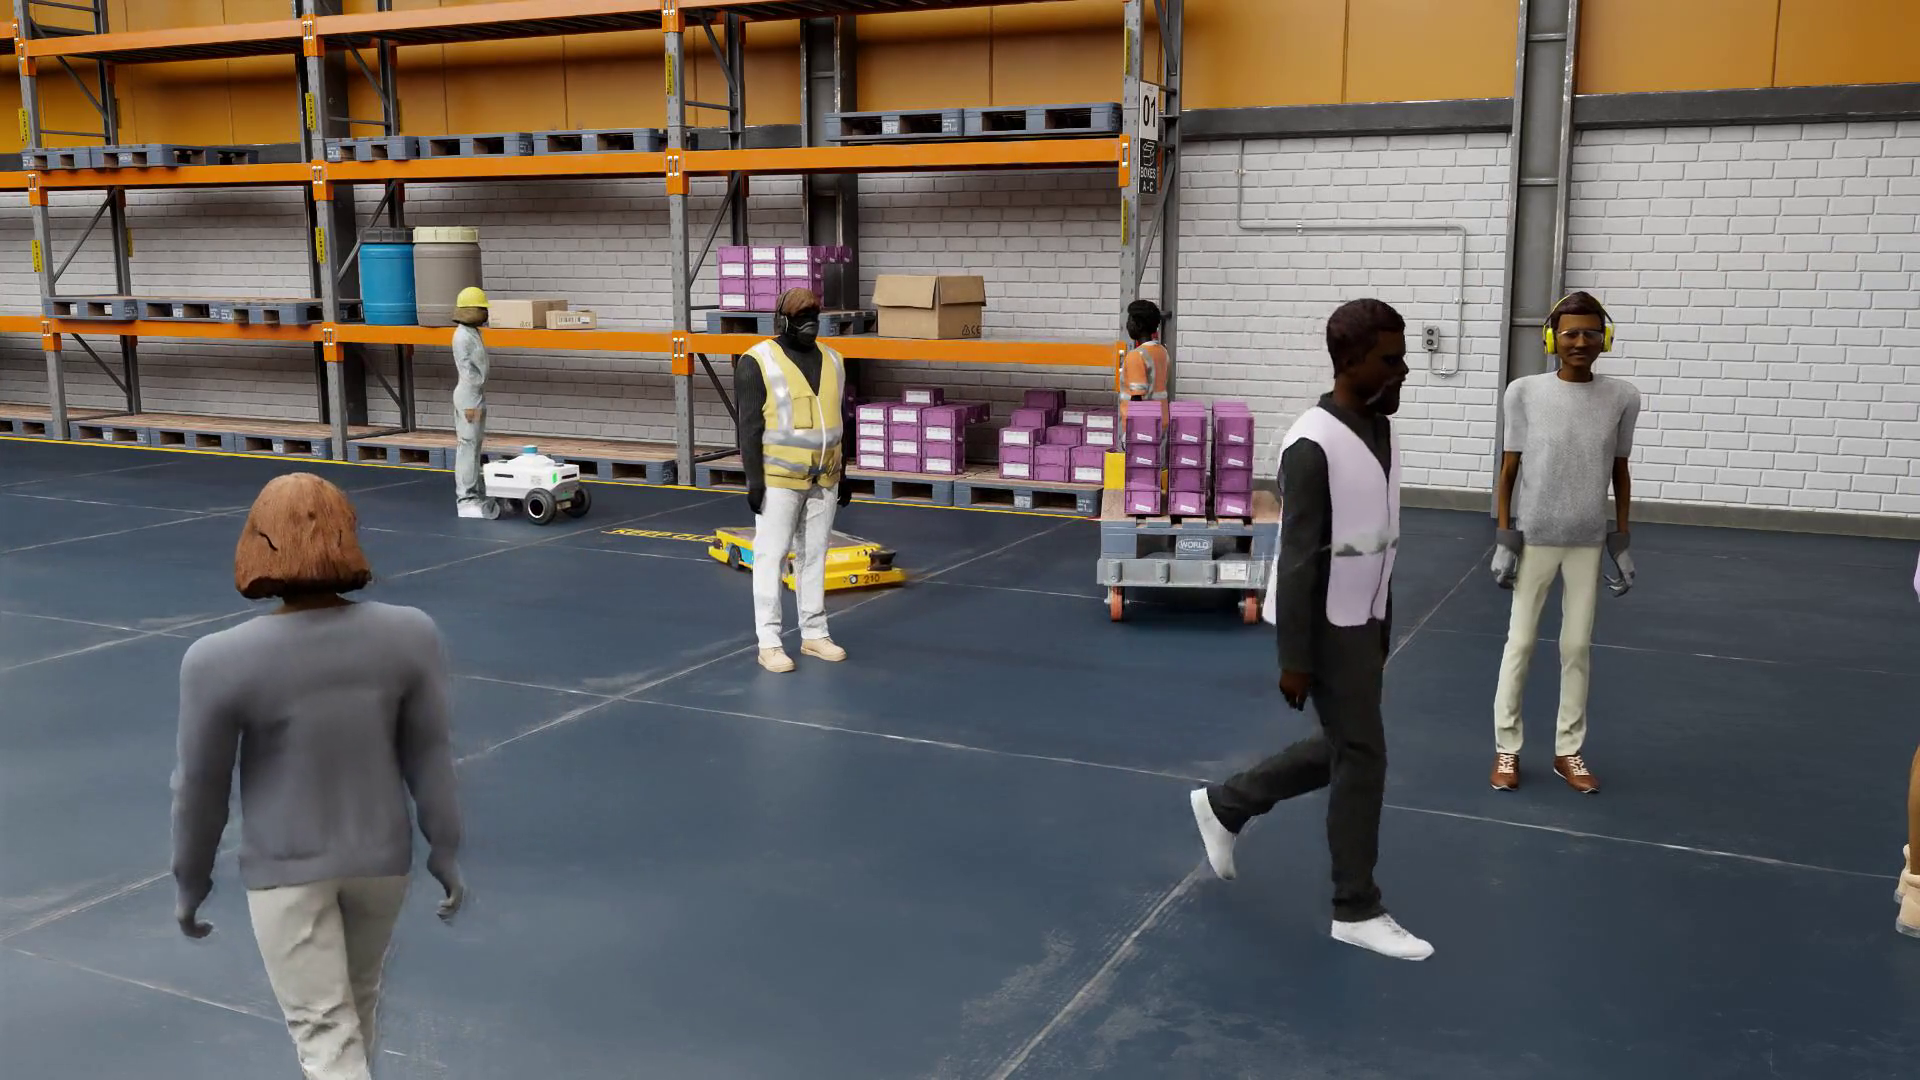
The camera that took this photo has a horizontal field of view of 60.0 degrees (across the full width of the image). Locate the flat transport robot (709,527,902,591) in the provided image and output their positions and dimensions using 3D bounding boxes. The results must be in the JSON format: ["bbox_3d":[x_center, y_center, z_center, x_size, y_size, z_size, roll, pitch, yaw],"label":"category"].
[{"bbox_3d":[-0.993,0.084,10.392,0.652,0.197,1.431,-6,11,-30],"label":"flat transport robot"}]

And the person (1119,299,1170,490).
[{"bbox_3d":[1.217,-0.741,11.039,0.318,1.697,0.535,5,11,25],"label":"person"}]

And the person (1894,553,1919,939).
[{"bbox_3d":[3.000,0.166,4.853,0.378,2.045,0.605,6,12,32],"label":"person"}]

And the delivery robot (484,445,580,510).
[{"bbox_3d":[-3.212,-0.466,12.463,0.707,0.478,0.477,5,11,24],"label":"delivery robot"}]

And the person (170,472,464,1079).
[{"bbox_3d":[-1.293,0.653,3.349,0.518,1.580,0.850,-8,13,-39],"label":"person"}]

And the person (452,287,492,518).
[{"bbox_3d":[-3.692,-1.047,12.657,0.319,1.742,0.492,-1,10,-5],"label":"person"}]

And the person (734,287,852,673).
[{"bbox_3d":[-0.781,-0.296,8.076,0.619,1.845,0.430,-9,13,-41],"label":"person"}]

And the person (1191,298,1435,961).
[{"bbox_3d":[1.045,0.240,4.865,0.742,1.892,0.602,7,12,33],"label":"person"}]

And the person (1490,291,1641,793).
[{"bbox_3d":[2.253,0.016,6.205,0.520,1.874,0.332,1,10,7],"label":"person"}]
